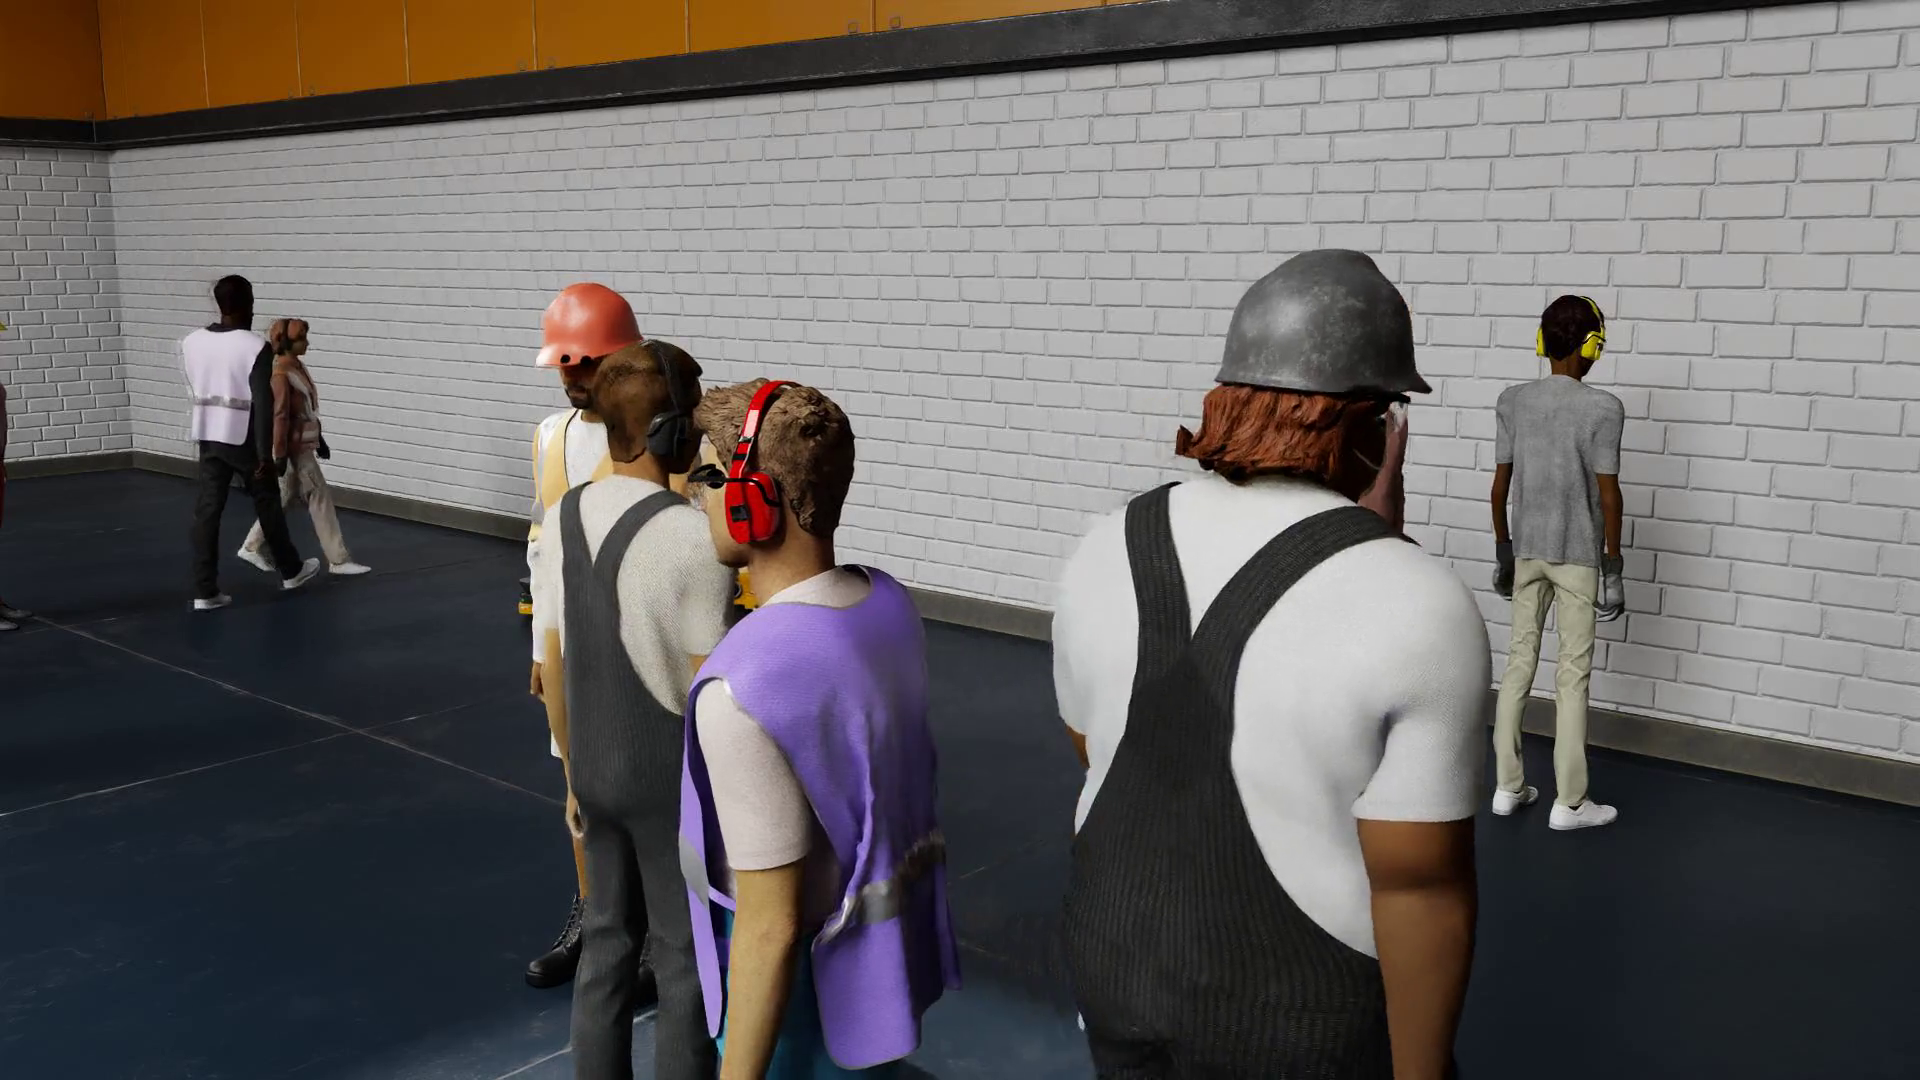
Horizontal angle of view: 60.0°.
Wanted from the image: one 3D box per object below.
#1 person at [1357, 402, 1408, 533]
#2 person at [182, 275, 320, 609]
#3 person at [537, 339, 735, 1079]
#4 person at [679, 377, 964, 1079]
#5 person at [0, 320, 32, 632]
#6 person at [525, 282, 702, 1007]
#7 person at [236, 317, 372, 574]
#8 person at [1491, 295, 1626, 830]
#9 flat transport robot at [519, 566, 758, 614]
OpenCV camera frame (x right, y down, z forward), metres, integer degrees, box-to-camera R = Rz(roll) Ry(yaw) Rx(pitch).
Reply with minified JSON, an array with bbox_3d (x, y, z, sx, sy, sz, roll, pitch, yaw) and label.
[{"bbox_3d":[1.187,0.161,5.451,0.704,1.834,1.035,-3,10,-18],"label":"person"},{"bbox_3d":[-4.129,-0.574,9.543,0.600,1.864,0.996,2,10,12],"label":"person"},{"bbox_3d":[-0.623,0.516,3.399,0.513,1.842,0.332,7,12,34],"label":"person"},{"bbox_3d":[-0.197,0.692,2.394,0.377,1.844,0.567,3,10,17],"label":"person"},{"bbox_3d":[-5.177,-0.401,8.850,0.324,1.765,0.533,-3,10,-17],"label":"person"},{"bbox_3d":[-0.948,0.287,4.455,0.543,1.934,0.368,5,11,27],"label":"person"},{"bbox_3d":[-4.122,-0.573,10.276,0.801,1.606,0.519,-3,10,-14],"label":"person"},{"bbox_3d":[2.100,0.084,5.827,0.329,1.859,0.507,-8,13,-39],"label":"person"},{"bbox_3d":[-1.736,0.244,9.426,1.431,0.197,0.652,-2,10,-9],"label":"flat transport robot"}]
